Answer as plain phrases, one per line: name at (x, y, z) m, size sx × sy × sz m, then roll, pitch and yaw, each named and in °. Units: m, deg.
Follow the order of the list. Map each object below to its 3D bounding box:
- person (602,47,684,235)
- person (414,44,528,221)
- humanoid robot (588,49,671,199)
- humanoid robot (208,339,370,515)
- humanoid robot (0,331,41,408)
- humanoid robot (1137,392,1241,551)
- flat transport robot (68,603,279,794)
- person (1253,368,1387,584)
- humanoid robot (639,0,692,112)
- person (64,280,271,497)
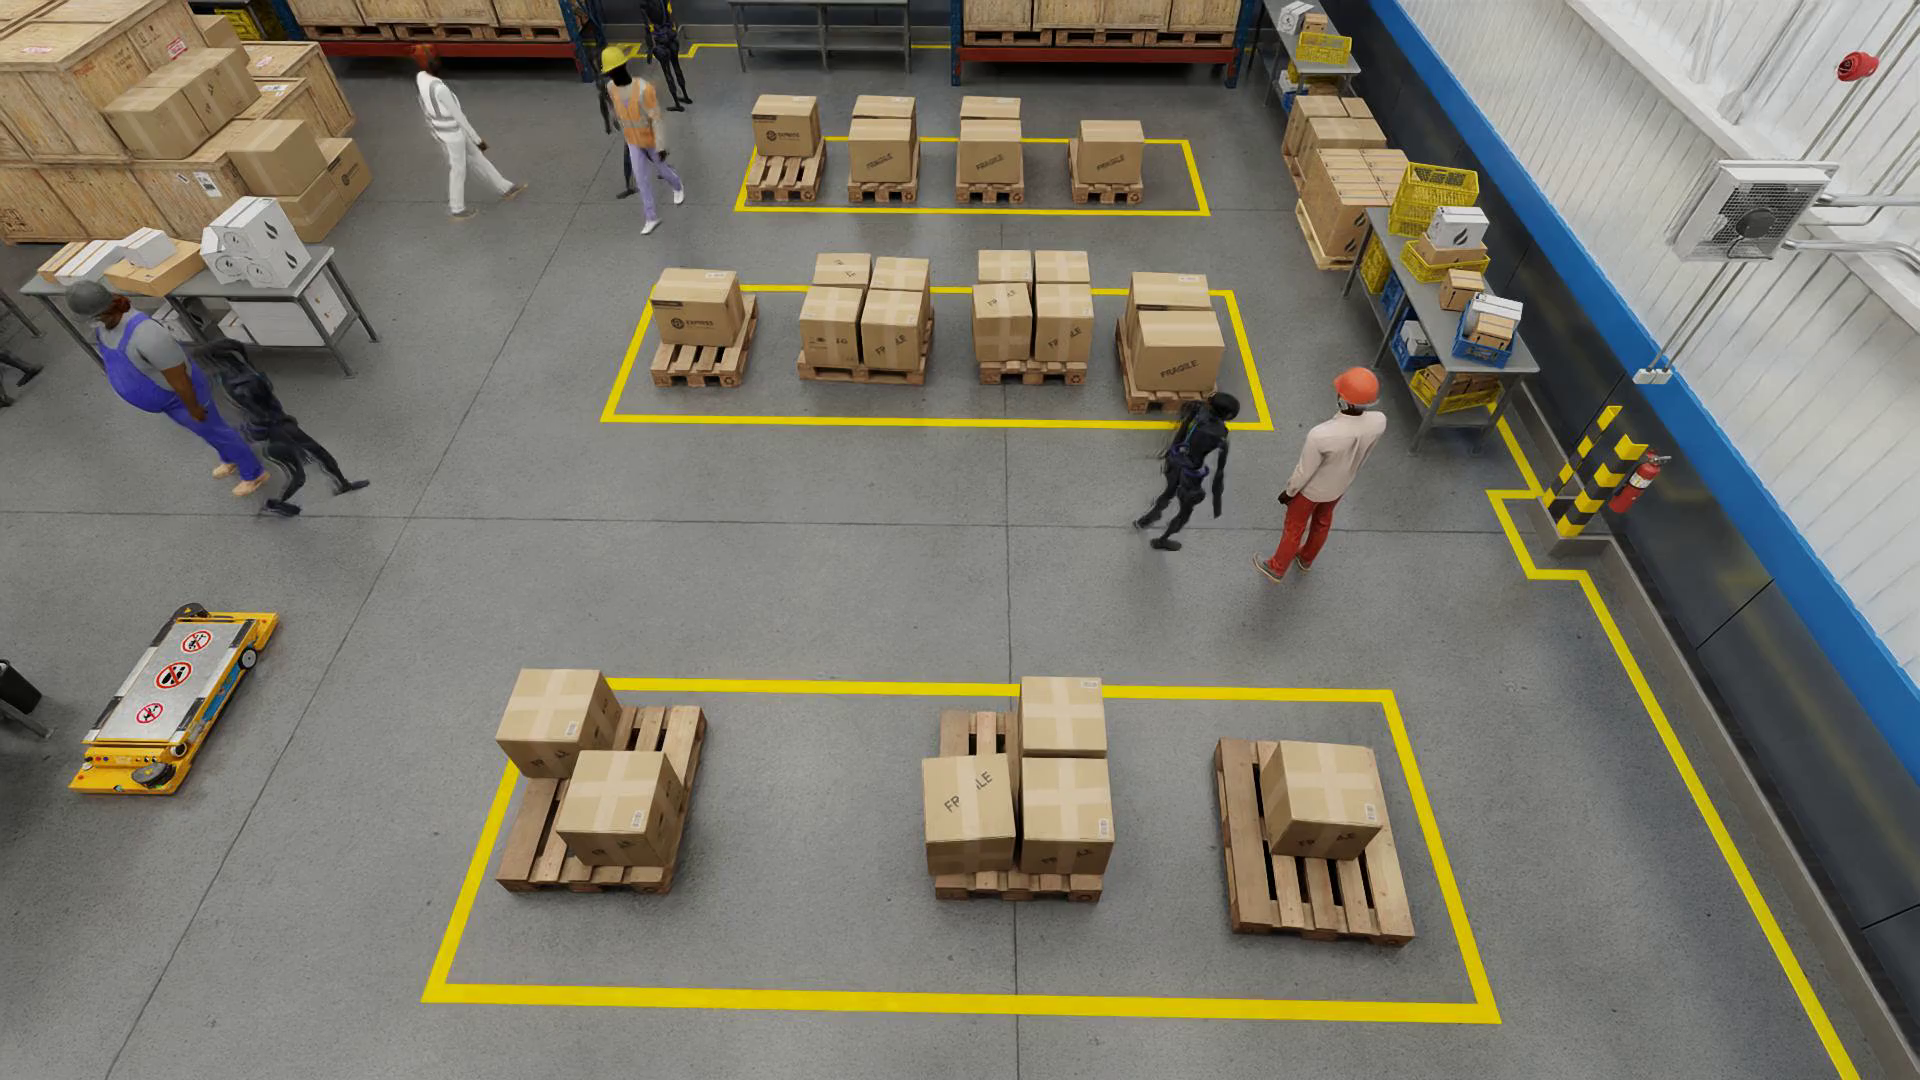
person at (-3.470, -4.422, 10.052) m, size 0.598 × 1.872 × 0.905 m, roll 9°, pitch 50°, yaw 8°
person at (-5.559, -4.518, 10.164) m, size 0.982 × 1.829 × 0.593 m, roll -34°, pitch 57°, yaw -25°
humanoid robot at (-3.834, -4.847, 10.585) m, size 0.795 × 1.635 × 0.595 m, roll -34°, pitch 58°, yaw -26°
humanoid robot at (-5.408, -0.847, 7.176) m, size 0.654 × 1.638 × 0.582 m, roll -15°, pitch 51°, yaw -12°
humanoid robot at (-8.960, -1.906, 8.078) m, size 0.621 × 1.622 × 0.759 m, roll 6°, pitch 50°, yaw 5°
humanoid robot at (1.737, -0.512, 6.886) m, size 0.417 × 1.622 × 0.657 m, roll -14°, pitch 51°, yaw -12°
flat transport robot at (-5.504, 1.072, 6.442) m, size 0.652 × 0.197 × 1.431 m, roll 1°, pitch 50°, yaw 1°
person at (2.595, -0.424, 6.595) m, size 0.610 × 1.997 × 0.376 m, roll -17°, pitch 52°, yaw -14°
humanoid robot at (-3.866, -6.464, 11.907) m, size 0.315 × 1.653 × 0.602 m, roll 16°, pitch 52°, yaw 13°
person at (-6.241, -1.186, 7.211) m, size 0.683 × 2.000 × 0.536 m, roll 26°, pitch 54°, yaw 20°
